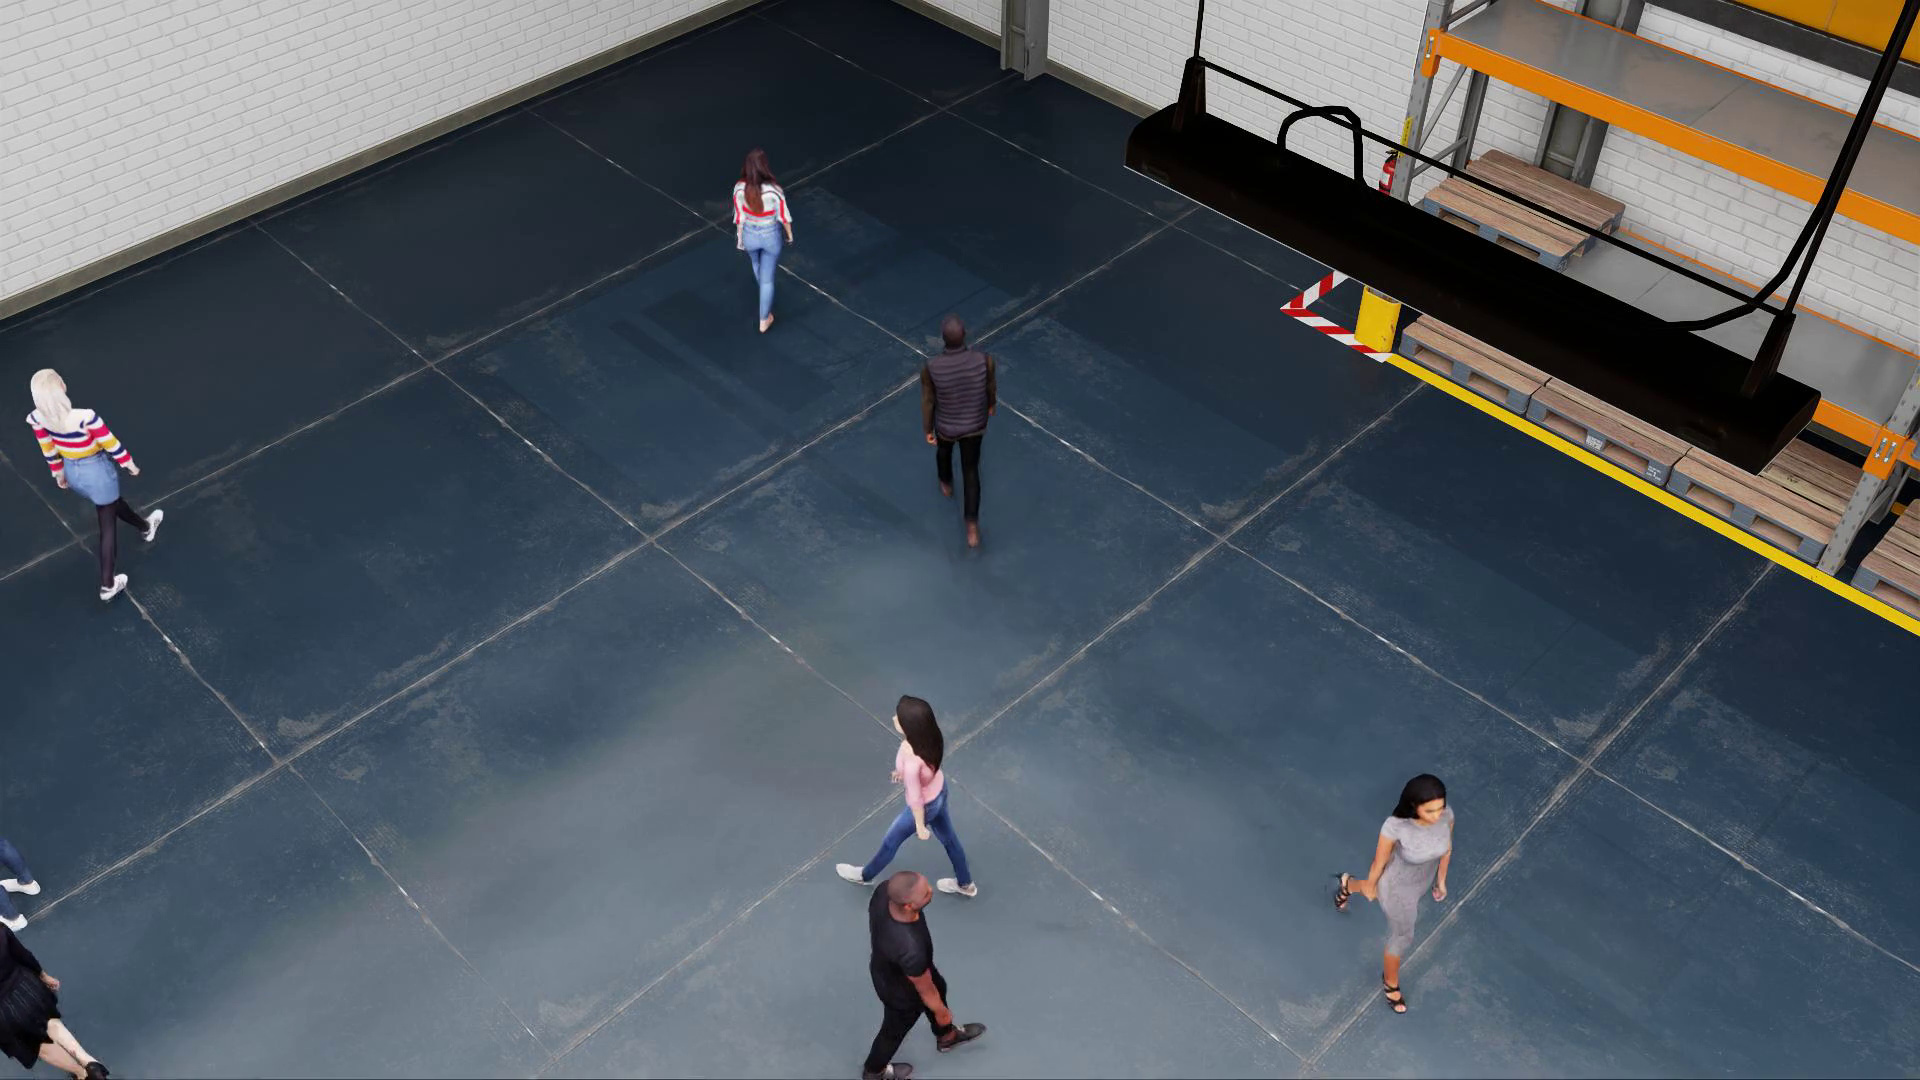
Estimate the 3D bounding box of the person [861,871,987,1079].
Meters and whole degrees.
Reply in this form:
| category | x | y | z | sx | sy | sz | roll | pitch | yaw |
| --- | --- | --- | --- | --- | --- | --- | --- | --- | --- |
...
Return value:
| category | x | y | z | sx | sy | sz | roll | pitch | yaw |
| --- | --- | --- | --- | --- | --- | --- | --- | --- | --- |
| person | -0.376 | 2.312 | 8.599 | 1.024 | 1.794 | 1.039 | -9 | 44 | -9 |

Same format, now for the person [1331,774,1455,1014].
| category | x | y | z | sx | sy | sz | roll | pitch | yaw |
| --- | --- | --- | --- | --- | --- | --- | --- | --- | --- |
| person | 2.389 | 1.813 | 9.158 | 0.842 | 1.746 | 1.158 | -18 | 46 | -18 |

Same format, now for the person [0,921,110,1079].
| category | x | y | z | sx | sy | sz | roll | pitch | yaw |
| --- | --- | --- | --- | --- | --- | --- | --- | --- | --- |
| person | -4.766 | 2.437 | 8.513 | 0.853 | 1.732 | 0.770 | 18 | 46 | 18 |

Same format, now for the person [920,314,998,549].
| category | x | y | z | sx | sy | sz | roll | pitch | yaw |
| --- | --- | --- | --- | --- | --- | --- | --- | --- | --- |
| person | 0.018 | -0.761 | 11.825 | 1.176 | 1.795 | 1.285 | -3 | 44 | -4 |

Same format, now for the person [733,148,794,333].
| category | x | y | z | sx | sy | sz | roll | pitch | yaw |
| --- | --- | --- | --- | --- | --- | --- | --- | --- | --- |
| person | -1.655 | -2.440 | 13.741 | 0.990 | 1.583 | 0.996 | 6 | 44 | 6 |

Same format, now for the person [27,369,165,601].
| category | x | y | z | sx | sy | sz | roll | pitch | yaw |
| --- | --- | --- | --- | --- | --- | --- | --- | --- | --- |
| person | -6.004 | -0.374 | 11.441 | 1.183 | 1.764 | 1.167 | 5 | 44 | 5 |

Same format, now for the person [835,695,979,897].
| category | x | y | z | sx | sy | sz | roll | pitch | yaw |
| --- | --- | --- | --- | --- | --- | --- | --- | --- | --- |
| person | -0.126 | 1.504 | 9.509 | 1.159 | 1.709 | 0.947 | 11 | 45 | 11 |
